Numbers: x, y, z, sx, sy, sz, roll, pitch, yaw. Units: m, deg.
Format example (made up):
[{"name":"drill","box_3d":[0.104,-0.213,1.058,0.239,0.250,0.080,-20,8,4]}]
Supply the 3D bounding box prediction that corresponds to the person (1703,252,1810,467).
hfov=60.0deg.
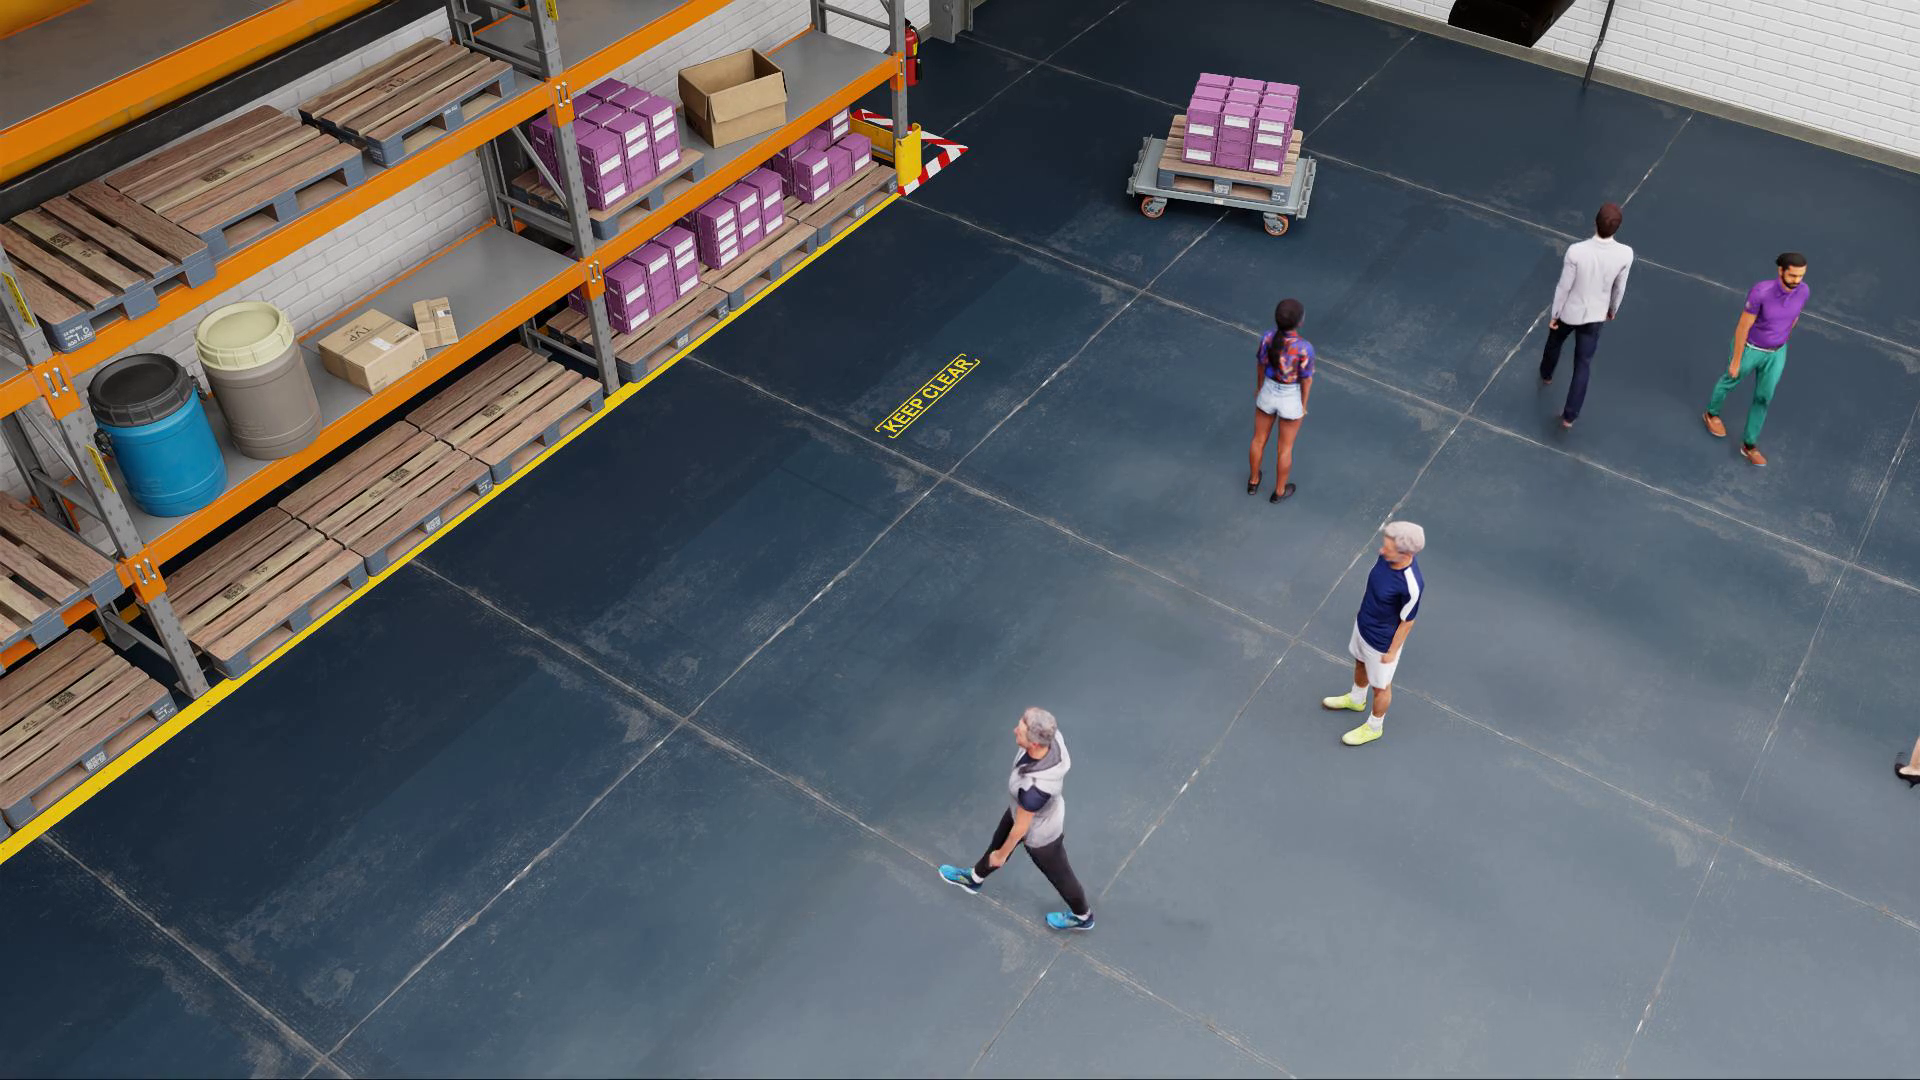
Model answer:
[{"name":"person","box_3d":[6.017,-1.499,12.640,1.002,1.740,1.099,-4,44,-4]}]

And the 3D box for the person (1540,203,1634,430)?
[{"name":"person","box_3d":[4.803,-1.695,12.792,1.033,1.815,1.318,7,44,8]}]

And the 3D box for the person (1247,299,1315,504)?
[{"name":"person","box_3d":[2.330,-1.013,12.127,0.577,1.744,0.496,25,49,24]}]

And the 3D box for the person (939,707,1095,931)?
[{"name":"person","box_3d":[0.534,1.623,9.338,1.143,1.775,1.229,3,44,4]}]

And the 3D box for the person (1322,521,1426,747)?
[{"name":"person","box_3d":[2.643,0.554,10.418,0.769,1.833,0.721,-9,44,-10]}]
